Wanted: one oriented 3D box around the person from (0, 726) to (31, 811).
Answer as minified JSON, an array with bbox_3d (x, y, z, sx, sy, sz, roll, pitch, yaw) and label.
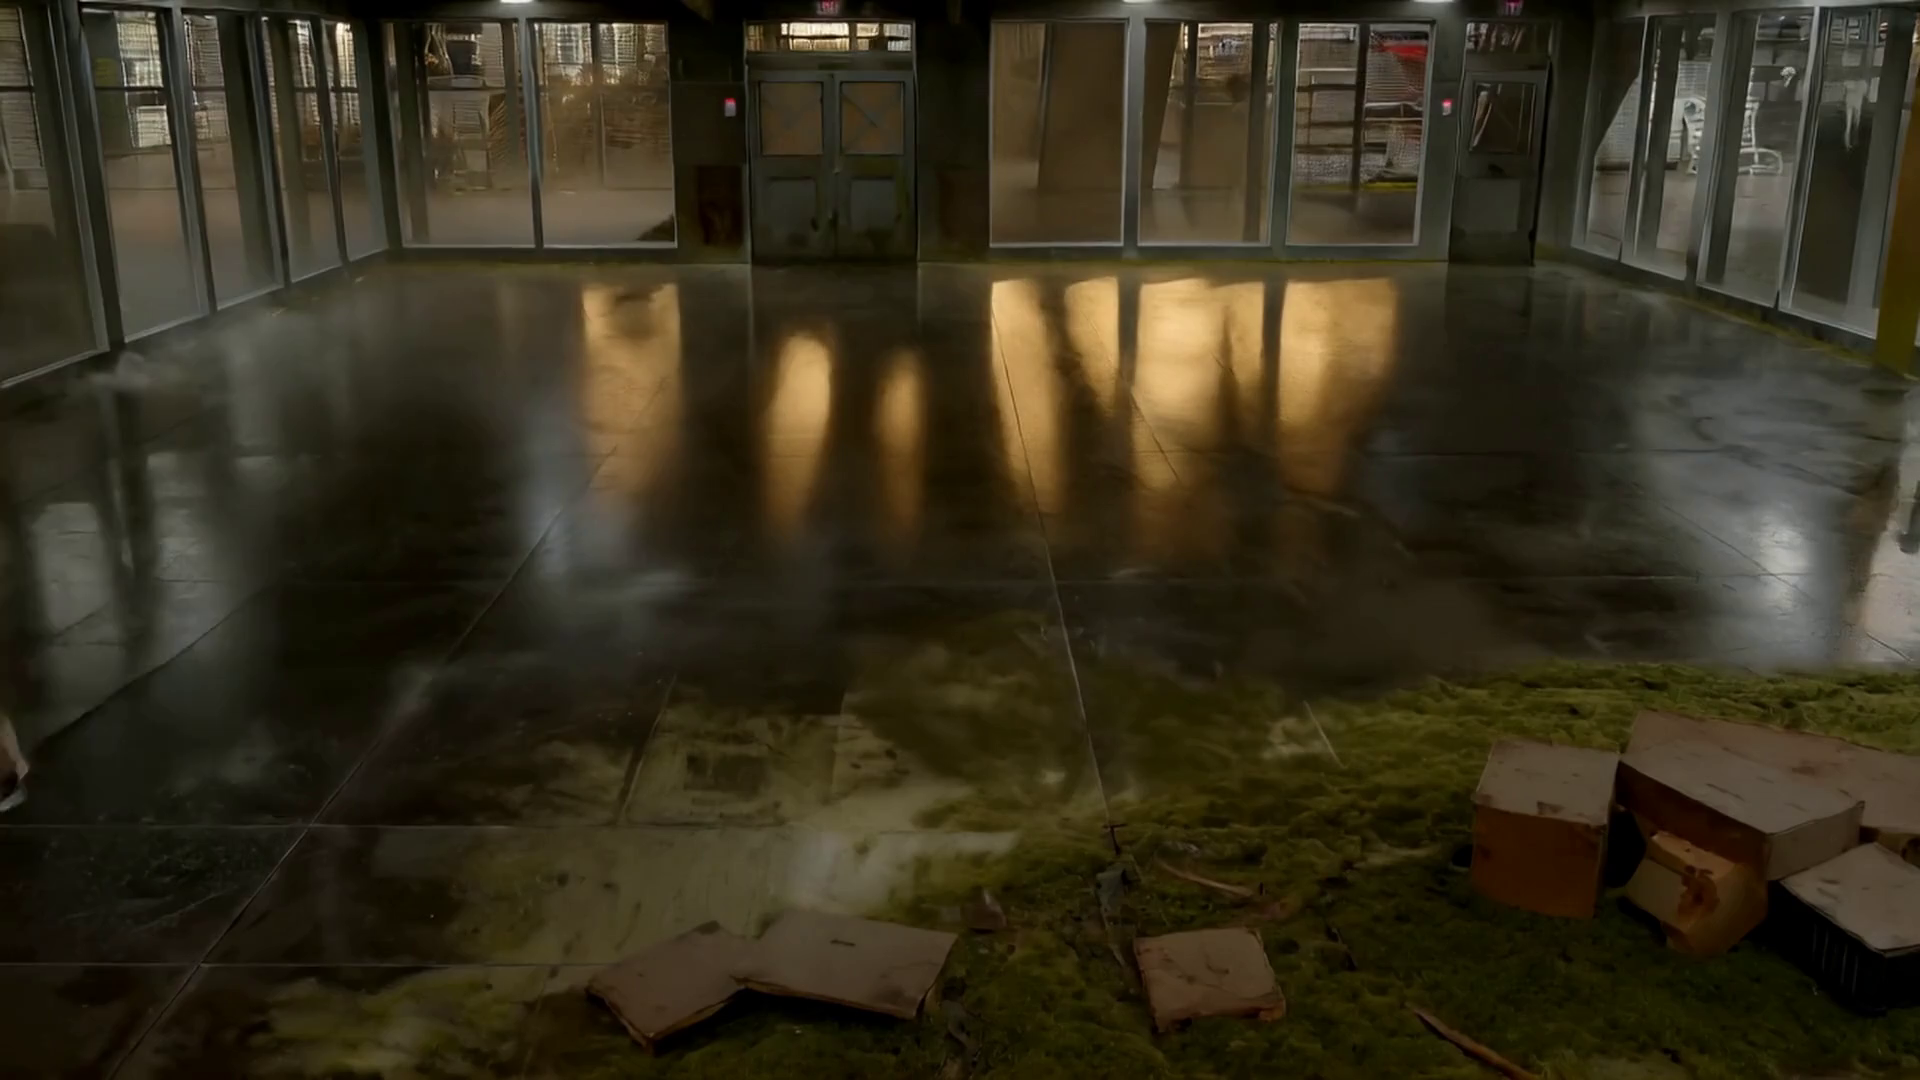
[{"bbox_3d":[-2.822,-0.069,4.442,0.549,1.851,0.434,13,21,37],"label":"person"}]
